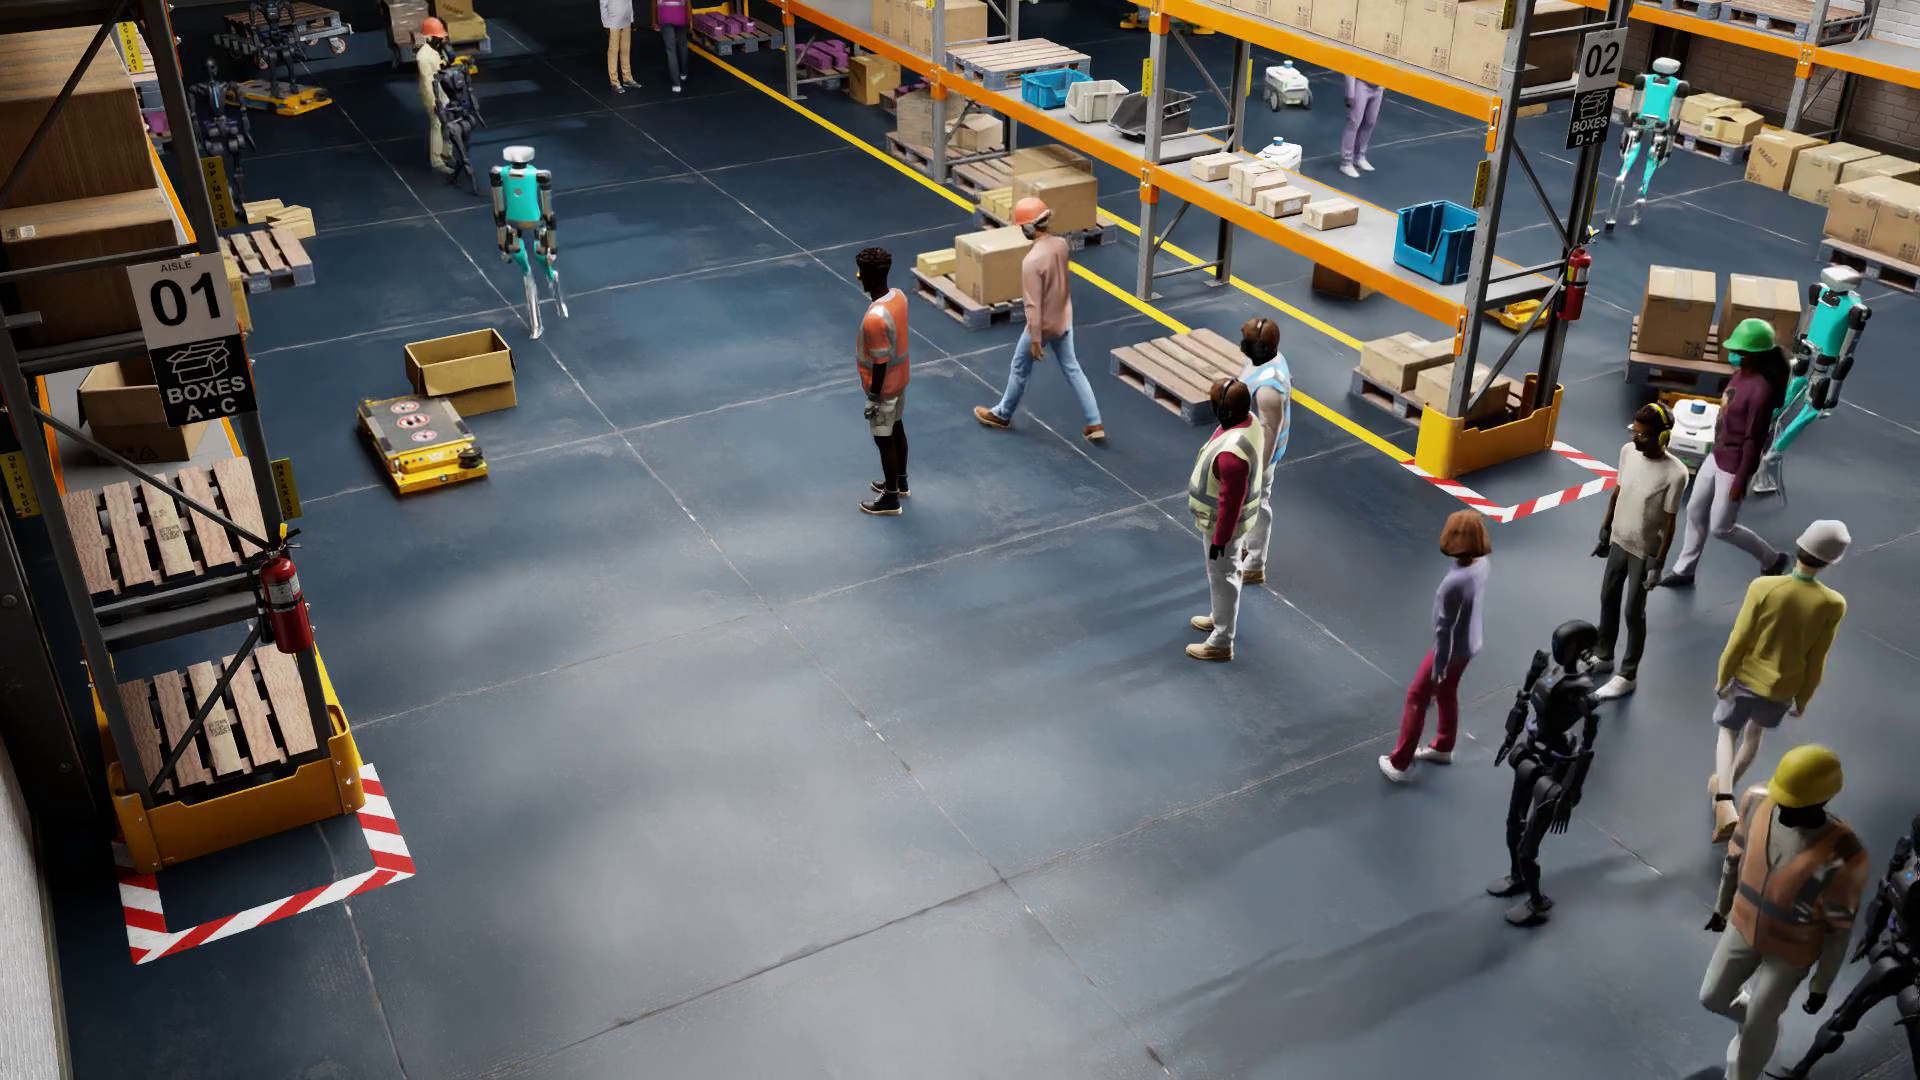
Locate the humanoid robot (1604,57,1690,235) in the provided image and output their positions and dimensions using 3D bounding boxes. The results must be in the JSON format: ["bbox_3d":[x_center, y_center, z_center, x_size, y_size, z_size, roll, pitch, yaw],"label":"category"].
[{"bbox_3d":[6.831,-3.880,16.752,0.534,1.780,1.035,19,35,30],"label":"humanoid robot"}]

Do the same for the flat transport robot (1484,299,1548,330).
[{"bbox_3d":[4.940,-2.325,15.457,0.659,0.231,1.431,-14,33,-22],"label":"flat transport robot"}]

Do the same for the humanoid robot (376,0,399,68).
[{"bbox_3d":[-7.708,-7.435,22.933,0.532,1.809,0.805,3,30,5],"label":"humanoid robot"}]

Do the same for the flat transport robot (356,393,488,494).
[{"bbox_3d":[-4.155,-0.787,12.780,0.659,0.231,1.431,-16,33,-25],"label":"flat transport robot"}]

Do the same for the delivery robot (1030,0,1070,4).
[{"bbox_3d":[1.430,-8.903,26.635,0.807,0.609,0.499,-10,31,-17],"label":"delivery robot"}]

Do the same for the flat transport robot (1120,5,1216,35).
[{"bbox_3d":[3.186,-7.801,24.989,1.431,0.231,0.659,10,31,17],"label":"flat transport robot"}]

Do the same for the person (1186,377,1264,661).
[{"bbox_3d":[1.586,-0.126,10.053,0.429,1.839,0.627,8,31,13],"label":"person"}]

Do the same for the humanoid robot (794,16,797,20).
[{"bbox_3d":[-2.410,-8.683,25.140,0.597,1.635,0.700,-21,36,-32],"label":"humanoid robot"}]

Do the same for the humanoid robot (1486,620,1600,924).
[{"bbox_3d":[2.816,1.096,8.081,0.371,1.649,0.598,-9,31,-15],"label":"humanoid robot"}]

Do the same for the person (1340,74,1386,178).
[{"bbox_3d":[4.530,-5.016,18.509,0.647,1.913,0.404,-20,36,-31],"label":"person"}]

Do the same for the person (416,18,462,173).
[{"bbox_3d":[-5.829,-4.961,18.581,0.446,1.723,0.598,3,30,6],"label":"person"}]

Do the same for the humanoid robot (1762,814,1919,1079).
[{"bbox_3d":[3.922,1.794,6.913,0.763,1.623,0.601,-1,30,-1],"label":"humanoid robot"}]

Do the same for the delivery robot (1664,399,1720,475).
[{"bbox_3d":[5.461,-0.745,12.438,0.499,0.612,0.813,14,33,23],"label":"delivery robot"}]

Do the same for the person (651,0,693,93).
[{"bbox_3d":[-3.768,-6.835,21.767,0.537,1.799,0.948,-6,30,-11],"label":"person"}]

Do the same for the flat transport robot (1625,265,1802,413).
[{"bbox_3d":[6.090,-1.286,13.648,0.659,0.231,1.431,11,32,18],"label":"flat transport robot"}]

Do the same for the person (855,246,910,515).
[{"bbox_3d":[-0.541,-1.109,11.640,0.363,1.962,0.611,7,31,12],"label":"person"}]

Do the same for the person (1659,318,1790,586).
[{"bbox_3d":[4.992,-0.500,10.617,0.736,1.929,0.504,2,30,3],"label":"person"}]

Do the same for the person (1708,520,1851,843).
[{"bbox_3d":[4.150,0.746,8.529,0.489,1.855,0.732,10,31,17],"label":"person"}]

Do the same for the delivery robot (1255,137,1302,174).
[{"bbox_3d":[3.470,-4.120,18.298,0.499,0.598,0.802,18,34,28],"label":"delivery robot"}]

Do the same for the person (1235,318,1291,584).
[{"bbox_3d":[1.909,-0.582,10.847,0.429,1.840,0.629,3,30,5],"label":"person"}]

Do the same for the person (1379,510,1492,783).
[{"bbox_3d":[2.623,0.583,9.044,0.370,1.609,0.554,23,37,34],"label":"person"}]

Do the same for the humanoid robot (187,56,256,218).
[{"bbox_3d":[-7.703,-4.209,17.378,0.609,1.654,0.738,-15,33,-25],"label":"humanoid robot"}]

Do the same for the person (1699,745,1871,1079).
[{"bbox_3d":[3.410,1.628,6.935,0.525,1.910,0.606,-16,34,-26],"label":"person"}]

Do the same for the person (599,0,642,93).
[{"bbox_3d":[-4.434,-6.750,21.677,0.336,1.742,0.562,18,35,29],"label":"person"}]

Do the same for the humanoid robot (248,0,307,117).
[{"bbox_3d":[-8.455,-6.118,20.633,0.599,1.657,0.315,-16,33,-25],"label":"humanoid robot"}]

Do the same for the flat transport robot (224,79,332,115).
[{"bbox_3d":[-8.820,-5.662,21.266,1.431,0.231,0.659,13,32,22],"label":"flat transport robot"}]

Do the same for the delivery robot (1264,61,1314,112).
[{"bbox_3d":[4.163,-5.798,21.203,0.499,0.581,0.777,-6,30,-10],"label":"delivery robot"}]

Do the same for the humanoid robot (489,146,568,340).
[{"bbox_3d":[-3.696,-2.632,14.596,0.559,1.847,0.845,2,30,4],"label":"humanoid robot"}]

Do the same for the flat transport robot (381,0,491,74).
[{"bbox_3d":[-7.179,-6.662,23.006,0.659,0.231,1.431,-14,33,-23],"label":"flat transport robot"}]

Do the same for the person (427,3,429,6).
[{"bbox_3d":[-8.540,-9.085,25.888,0.511,1.598,0.802,26,39,38],"label":"person"}]

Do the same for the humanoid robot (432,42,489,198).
[{"bbox_3d":[-5.430,-4.556,17.983,0.740,1.642,0.589,16,33,25],"label":"humanoid robot"}]

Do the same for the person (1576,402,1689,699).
[{"bbox_3d":[3.926,0.057,9.728,0.342,1.853,0.523,-12,32,-20],"label":"person"}]

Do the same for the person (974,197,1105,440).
[{"bbox_3d":[0.659,-1.663,12.652,1.049,1.931,0.678,19,35,30],"label":"person"}]

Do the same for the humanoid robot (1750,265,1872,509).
[{"bbox_3d":[5.861,-1.045,11.771,0.670,1.815,0.532,-6,30,-11],"label":"humanoid robot"}]
